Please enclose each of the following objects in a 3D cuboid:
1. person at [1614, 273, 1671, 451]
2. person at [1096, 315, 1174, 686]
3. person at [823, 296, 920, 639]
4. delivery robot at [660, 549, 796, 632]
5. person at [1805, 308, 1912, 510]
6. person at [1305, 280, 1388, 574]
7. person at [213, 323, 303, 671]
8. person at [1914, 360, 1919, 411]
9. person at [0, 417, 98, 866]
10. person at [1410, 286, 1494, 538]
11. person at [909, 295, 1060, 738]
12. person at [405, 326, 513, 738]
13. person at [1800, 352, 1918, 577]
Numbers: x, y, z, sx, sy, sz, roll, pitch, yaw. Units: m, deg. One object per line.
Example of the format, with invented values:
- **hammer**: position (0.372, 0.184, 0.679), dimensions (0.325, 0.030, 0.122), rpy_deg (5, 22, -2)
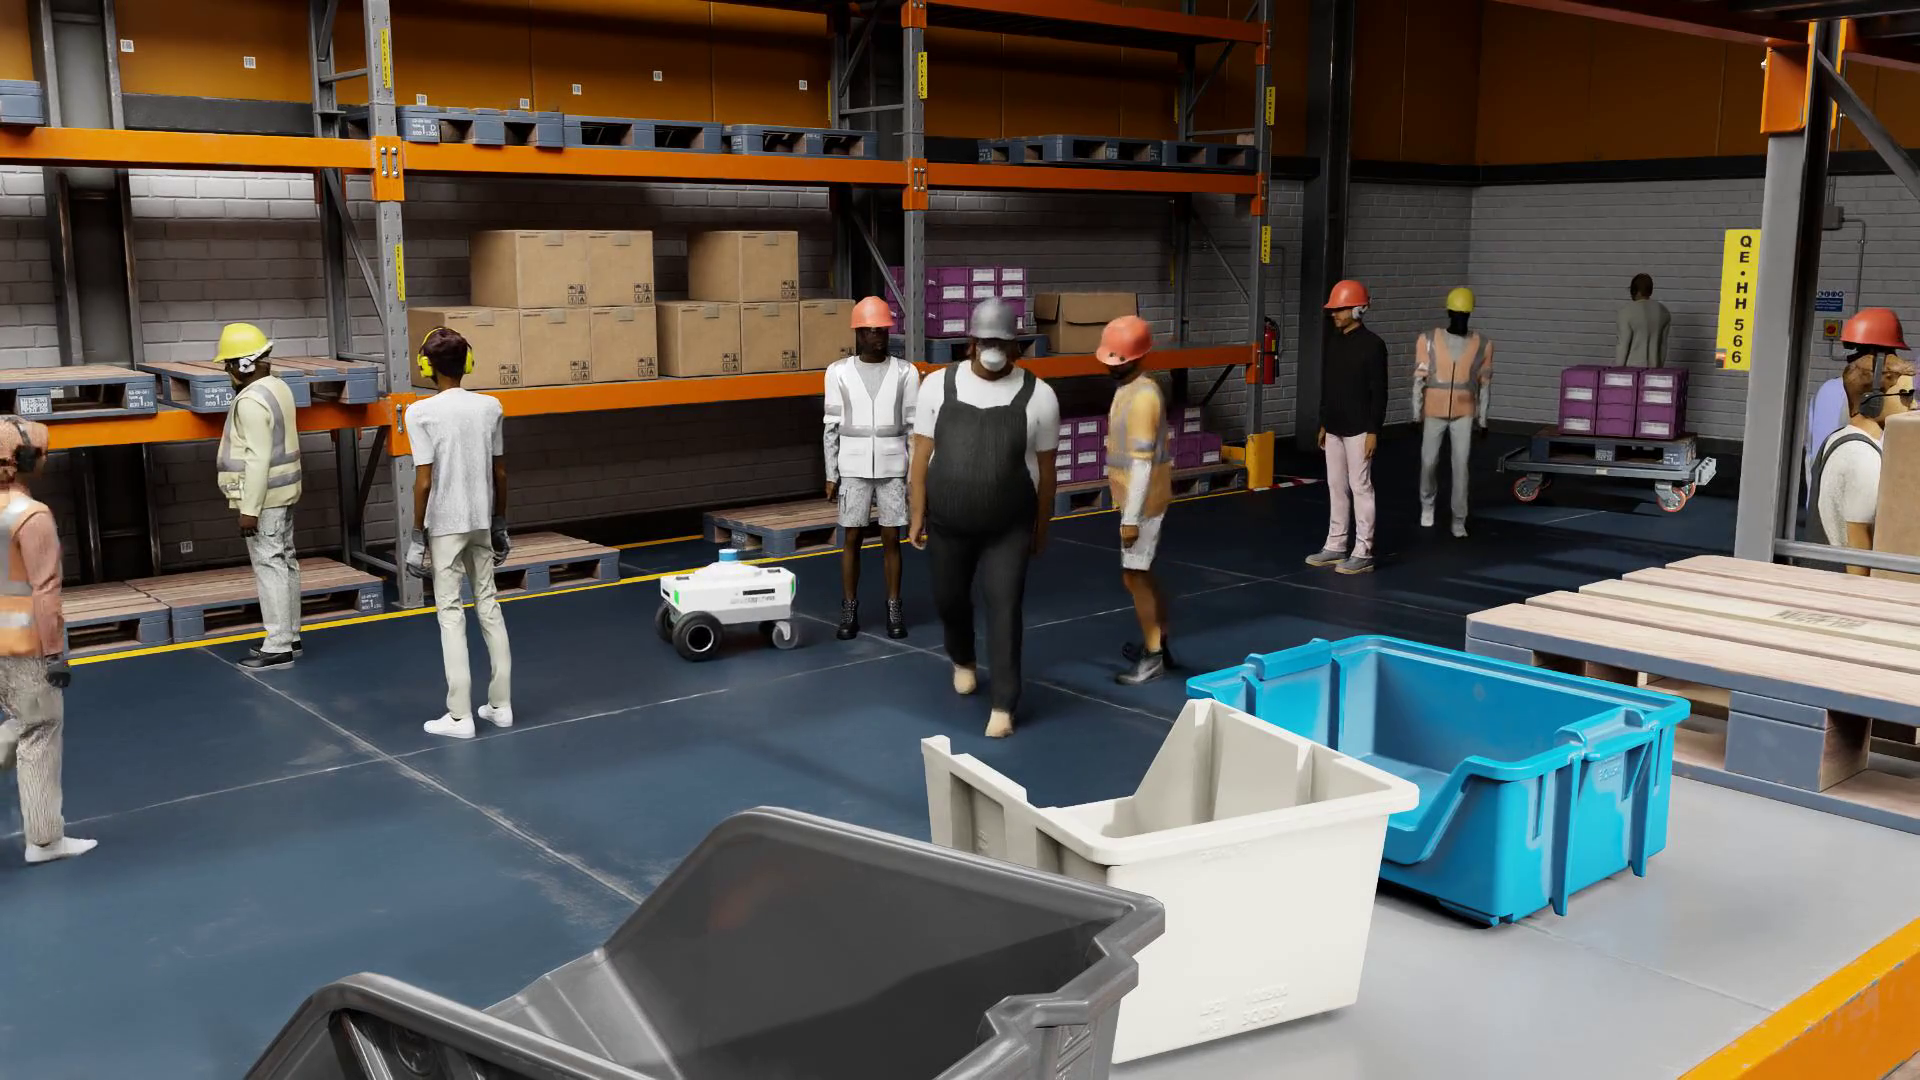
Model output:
- **person**: position (6.803, -1.699, 16.689), dimensions (0.631, 1.938, 0.362), rpy_deg (-4, 11, -20)
- **person**: position (0.897, -0.200, 8.445), dimensions (0.494, 1.886, 0.679), rpy_deg (0, 10, 0)
- **person**: position (-0.493, -0.398, 9.404), dimensions (0.551, 1.937, 0.345), rpy_deg (-1, 10, -5)
- **delivery robot**: position (-1.269, 0.293, 9.147), dimensions (0.707, 0.478, 0.477), rpy_deg (-4, 11, -23)
- **person**: position (4.237, -0.128, 7.901), dimensions (0.378, 1.932, 0.551), rpy_deg (0, 10, 1)
- **person**: position (2.632, -0.766, 11.315), dimensions (0.400, 1.989, 0.623), rpy_deg (-4, 11, -23)
- **person**: position (-3.681, -0.225, 8.755), dimensions (0.403, 1.826, 0.589), rpy_deg (-2, 10, -8)
- **person**: position (5.833, -0.486, 9.666), dimensions (0.494, 2.011, 0.626), rpy_deg (-6, 12, -28)
- **person**: position (-3.385, 0.385, 5.887), dimensions (0.527, 1.624, 0.430), rpy_deg (8, 13, 37)
- **person**: position (3.799, -0.993, 12.870), dimensions (0.610, 1.934, 0.627), rpy_deg (2, 10, 13)
- **person**: position (0.118, -0.167, 7.825), dimensions (0.685, 2.000, 0.821), rpy_deg (2, 10, 11)
- **person**: position (-2.282, -0.031, 7.559), dimensions (0.312, 1.865, 0.535), rpy_deg (8, 13, 37)
- **person**: position (3.273, 0.233, 6.135), dimensions (0.325, 1.843, 0.517), rpy_deg (3, 11, 17)
